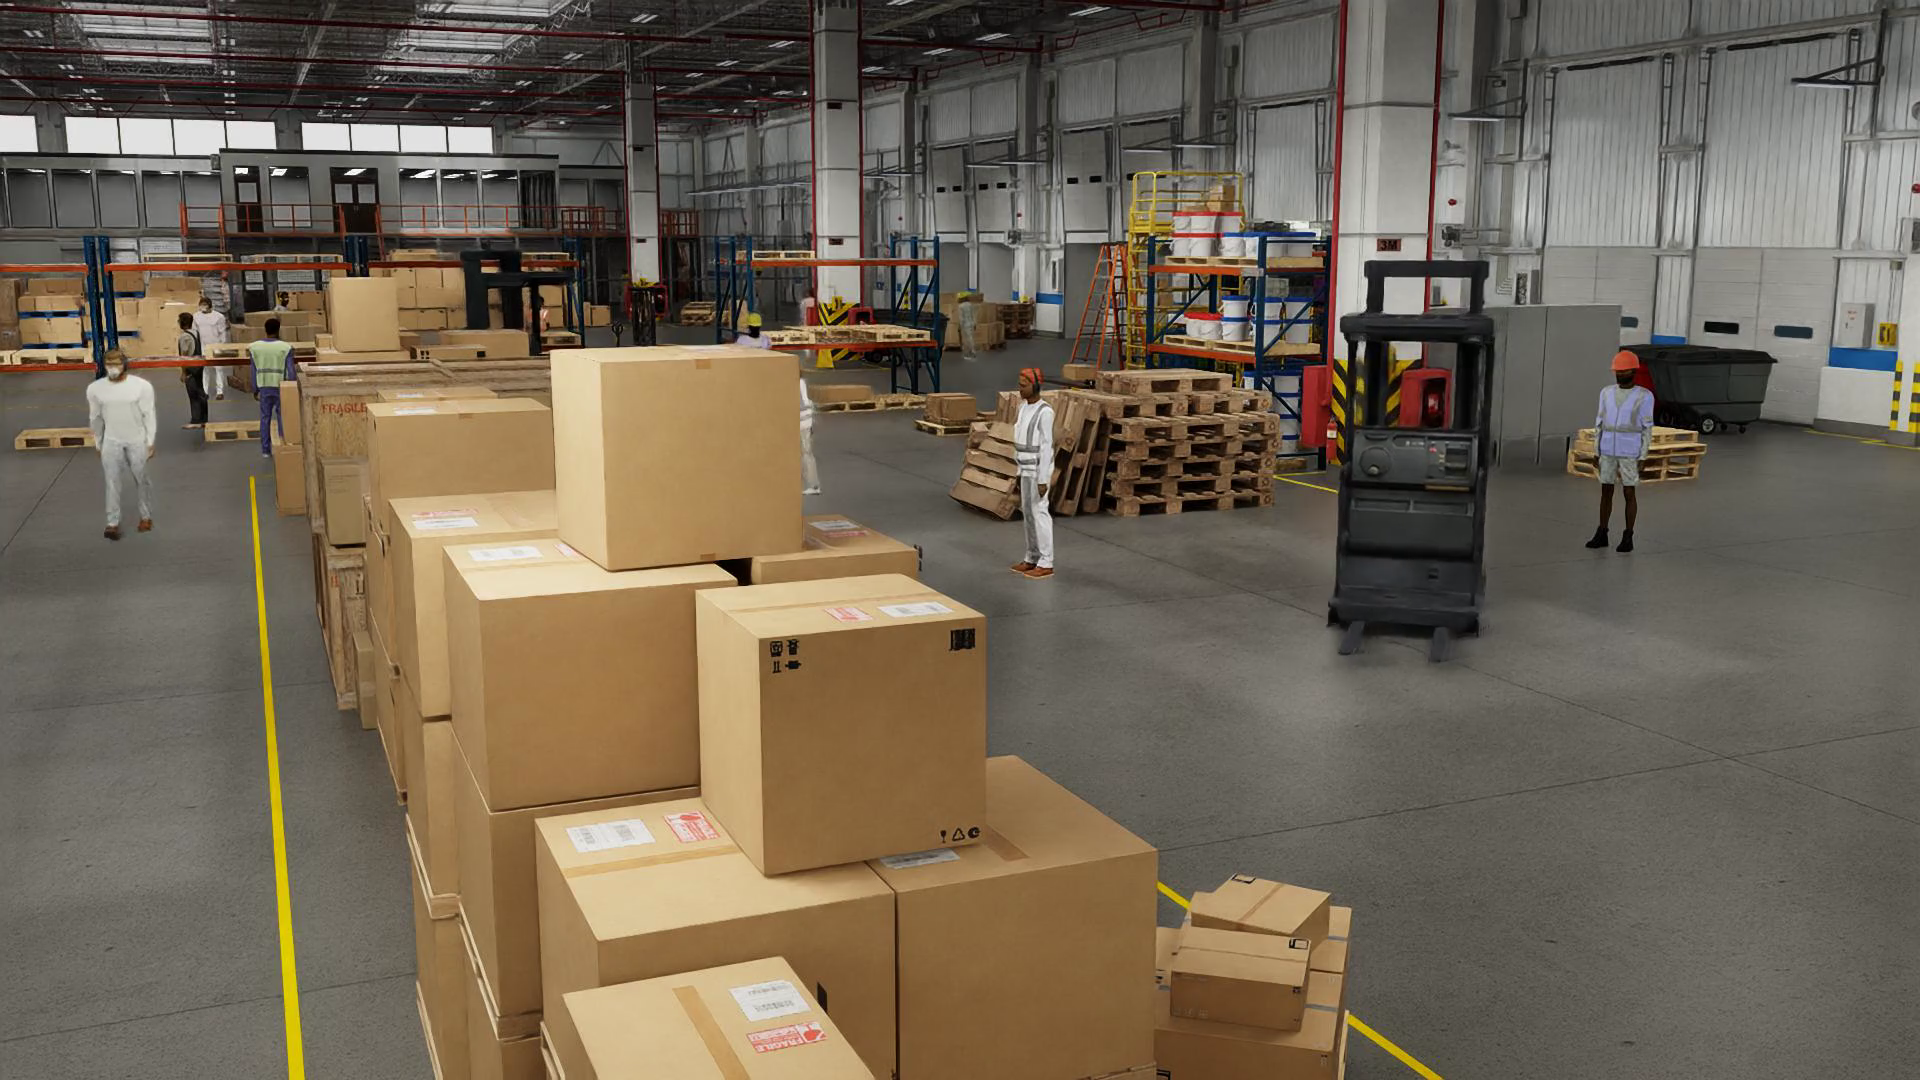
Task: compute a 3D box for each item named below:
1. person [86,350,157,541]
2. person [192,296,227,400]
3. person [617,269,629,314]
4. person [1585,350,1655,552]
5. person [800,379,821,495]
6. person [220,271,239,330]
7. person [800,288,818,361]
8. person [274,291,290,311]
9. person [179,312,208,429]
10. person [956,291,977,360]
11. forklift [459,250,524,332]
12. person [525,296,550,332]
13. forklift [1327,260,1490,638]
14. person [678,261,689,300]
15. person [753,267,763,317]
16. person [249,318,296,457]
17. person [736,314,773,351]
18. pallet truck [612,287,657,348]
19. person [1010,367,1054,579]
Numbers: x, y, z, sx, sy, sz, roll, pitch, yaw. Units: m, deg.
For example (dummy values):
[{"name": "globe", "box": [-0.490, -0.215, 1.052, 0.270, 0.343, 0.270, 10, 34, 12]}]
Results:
[{"name": "person", "box": [-8.391, -0.958, 16.698, 0.637, 1.884, 1.031, -3, 11, -16]}, {"name": "person", "box": [-13.942, -3.554, 30.890, 0.627, 1.933, 0.371, -1, 10, -6]}, {"name": "person", "box": [-13.335, -9.875, 66.100, 0.631, 1.795, 0.950, -4, 11, -22]}, {"name": "person", "box": [6.344, -0.852, 15.982, 0.357, 1.938, 0.543, -10, 14, -44]}, {"name": "person", "box": [-1.924, -1.308, 19.417, 0.621, 1.595, 0.515, 1, 10, 4]}, {"name": "person", "box": [-24.131, -7.889, 54.809, 0.550, 1.917, 0.391, 8, 13, 38]}, {"name": "person", "box": [-3.599, -5.277, 40.783, 0.639, 1.797, 0.945, 2, 10, 9]}, {"name": "person", "box": [-14.456, -4.390, 35.662, 0.328, 1.873, 0.520, 2, 10, 9]}, {"name": "person", "box": [-12.126, -2.667, 26.237, 0.351, 1.846, 0.507, 1, 10, 8]}, {"name": "person", "box": [0.126, -5.278, 41.026, 0.654, 1.691, 0.492, 7, 12, 32]}, {"name": "forklift", "box": [-6.573, -2.692, 23.520, 1.873, 2.768, 1.129, 5, 11, 25]}, {"name": "person", "box": [-9.705, -4.755, 38.206, 0.563, 1.677, 0.407, -5, 11, -26]}, {"name": "forklift", "box": [3.632, -0.812, 13.161, 1.129, 2.768, 1.873, 4, 11, 19]}, {"name": "person", "box": [-13.385, -12.539, 80.317, 0.697, 1.965, 0.522, -5, 11, -25]}, {"name": "person", "box": [-7.766, -9.552, 63.981, 0.396, 1.922, 0.591, 0, 10, 1]}, {"name": "person", "box": [-9.436, -2.084, 22.872, 0.597, 1.908, 0.393, -1, 10, -5]}, {"name": "person", "box": [-2.983, -2.382, 24.553, 0.606, 1.886, 0.899, -5, 12, -27]}, {"name": "pallet truck", "box": [-6.464, -4.406, 35.401, 0.823, 1.965, 1.885, 6, 12, 32]}, {"name": "person", "box": [0.656, -0.593, 14.736, 0.351, 1.878, 0.568, -3, 11, -18]}]
